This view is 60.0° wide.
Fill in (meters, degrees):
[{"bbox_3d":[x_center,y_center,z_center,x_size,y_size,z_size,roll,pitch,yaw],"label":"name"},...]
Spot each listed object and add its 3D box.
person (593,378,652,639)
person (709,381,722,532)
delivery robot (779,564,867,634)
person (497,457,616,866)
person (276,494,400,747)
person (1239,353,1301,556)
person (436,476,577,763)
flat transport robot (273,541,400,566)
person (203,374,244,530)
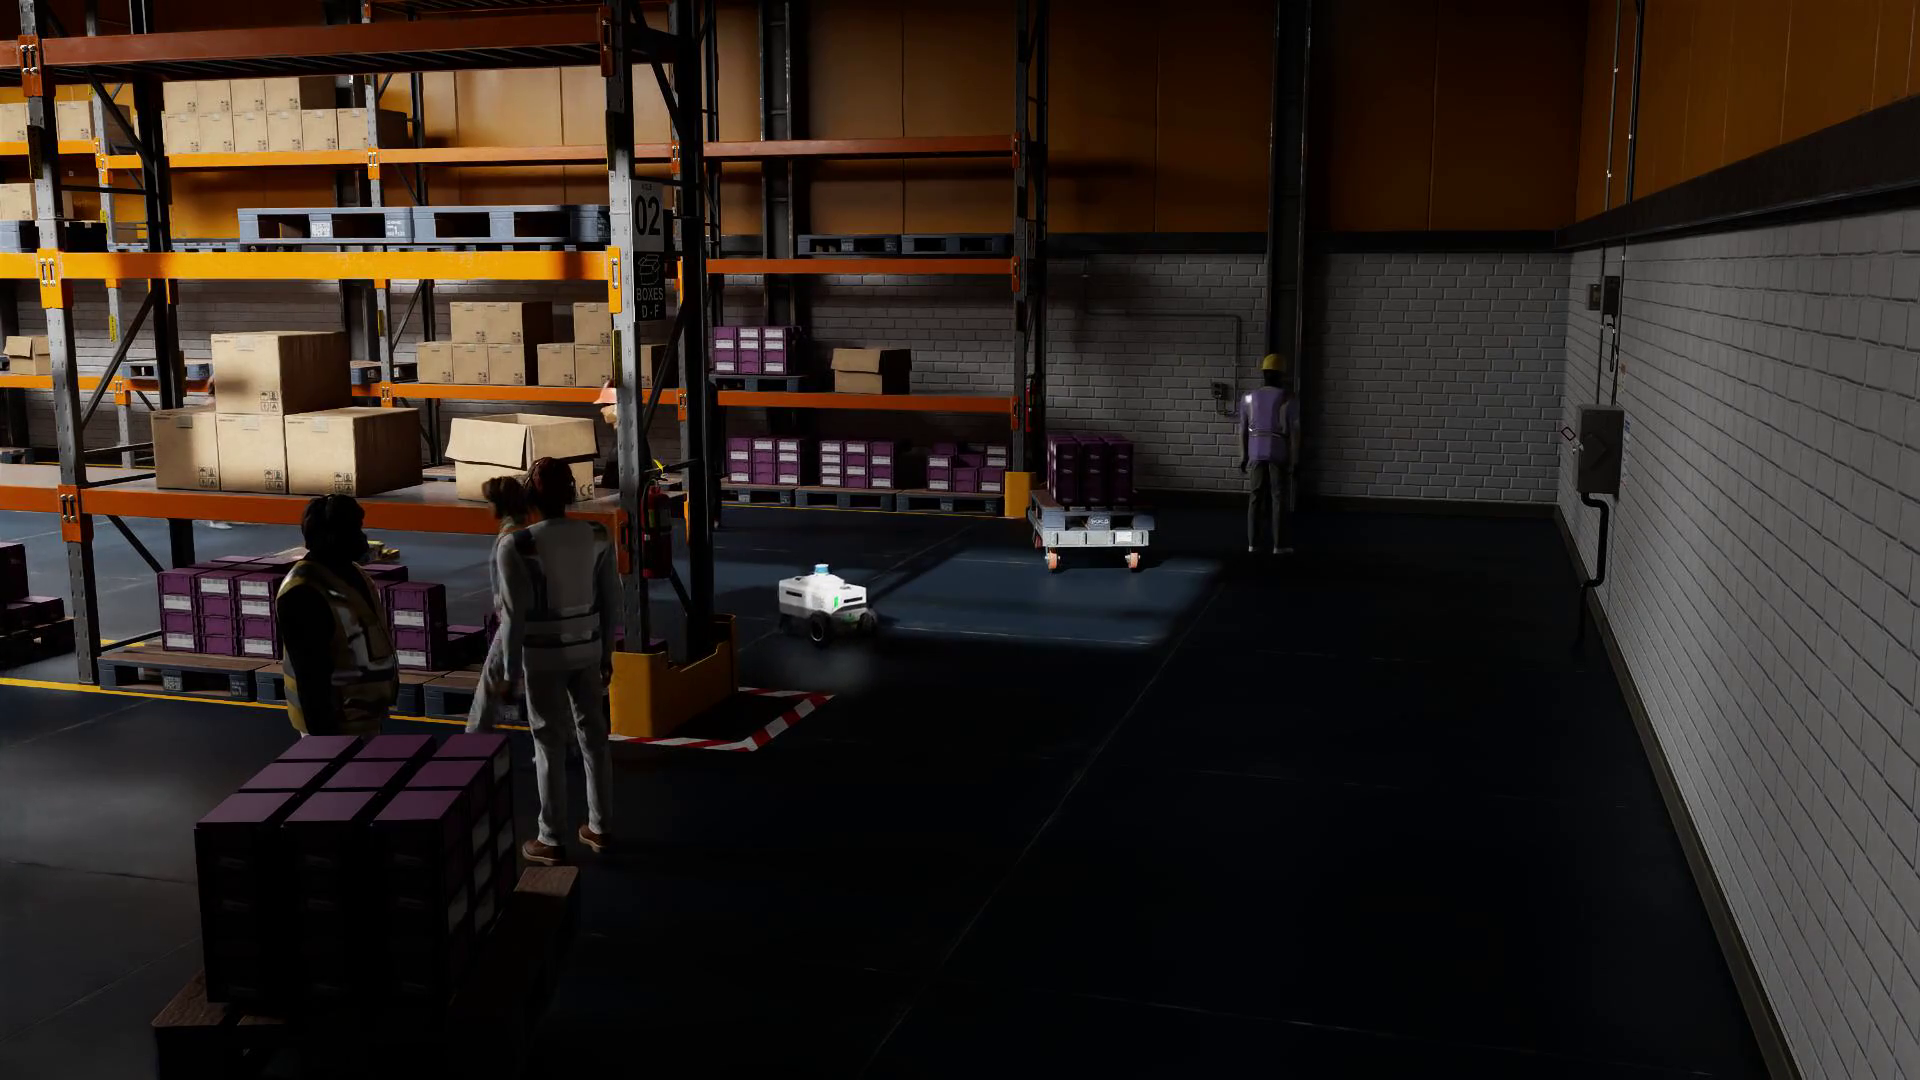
[{"bbox_3d":[-2.295,-0.118,11.421,0.387,1.992,0.626,-1,9,-9],"label":"person"},{"bbox_3d":[-2.668,-1.002,17.276,0.342,1.842,0.506,2,10,14],"label":"person"},{"bbox_3d":[-1.014,0.421,12.231,0.477,0.478,0.707,-9,13,-44],"label":"delivery robot"},{"bbox_3d":[-1.842,0.557,7.650,0.575,1.883,0.362,-8,12,-39],"label":"person"},{"bbox_3d":[-2.489,0.726,6.746,0.429,1.844,0.625,-1,9,-3],"label":"person"},{"bbox_3d":[2.963,-0.813,15.874,0.594,1.921,0.385,5,11,28],"label":"person"},{"bbox_3d":[-2.502,0.456,9.108,0.828,1.603,0.517,0,9,2],"label":"person"},{"bbox_3d":[-5.649,0.183,14.831,0.652,0.197,1.431,2,9,9],"label":"flat transport robot"},{"bbox_3d":[-7.764,-0.935,17.484,0.310,1.638,0.522,0,9,1],"label":"person"}]
